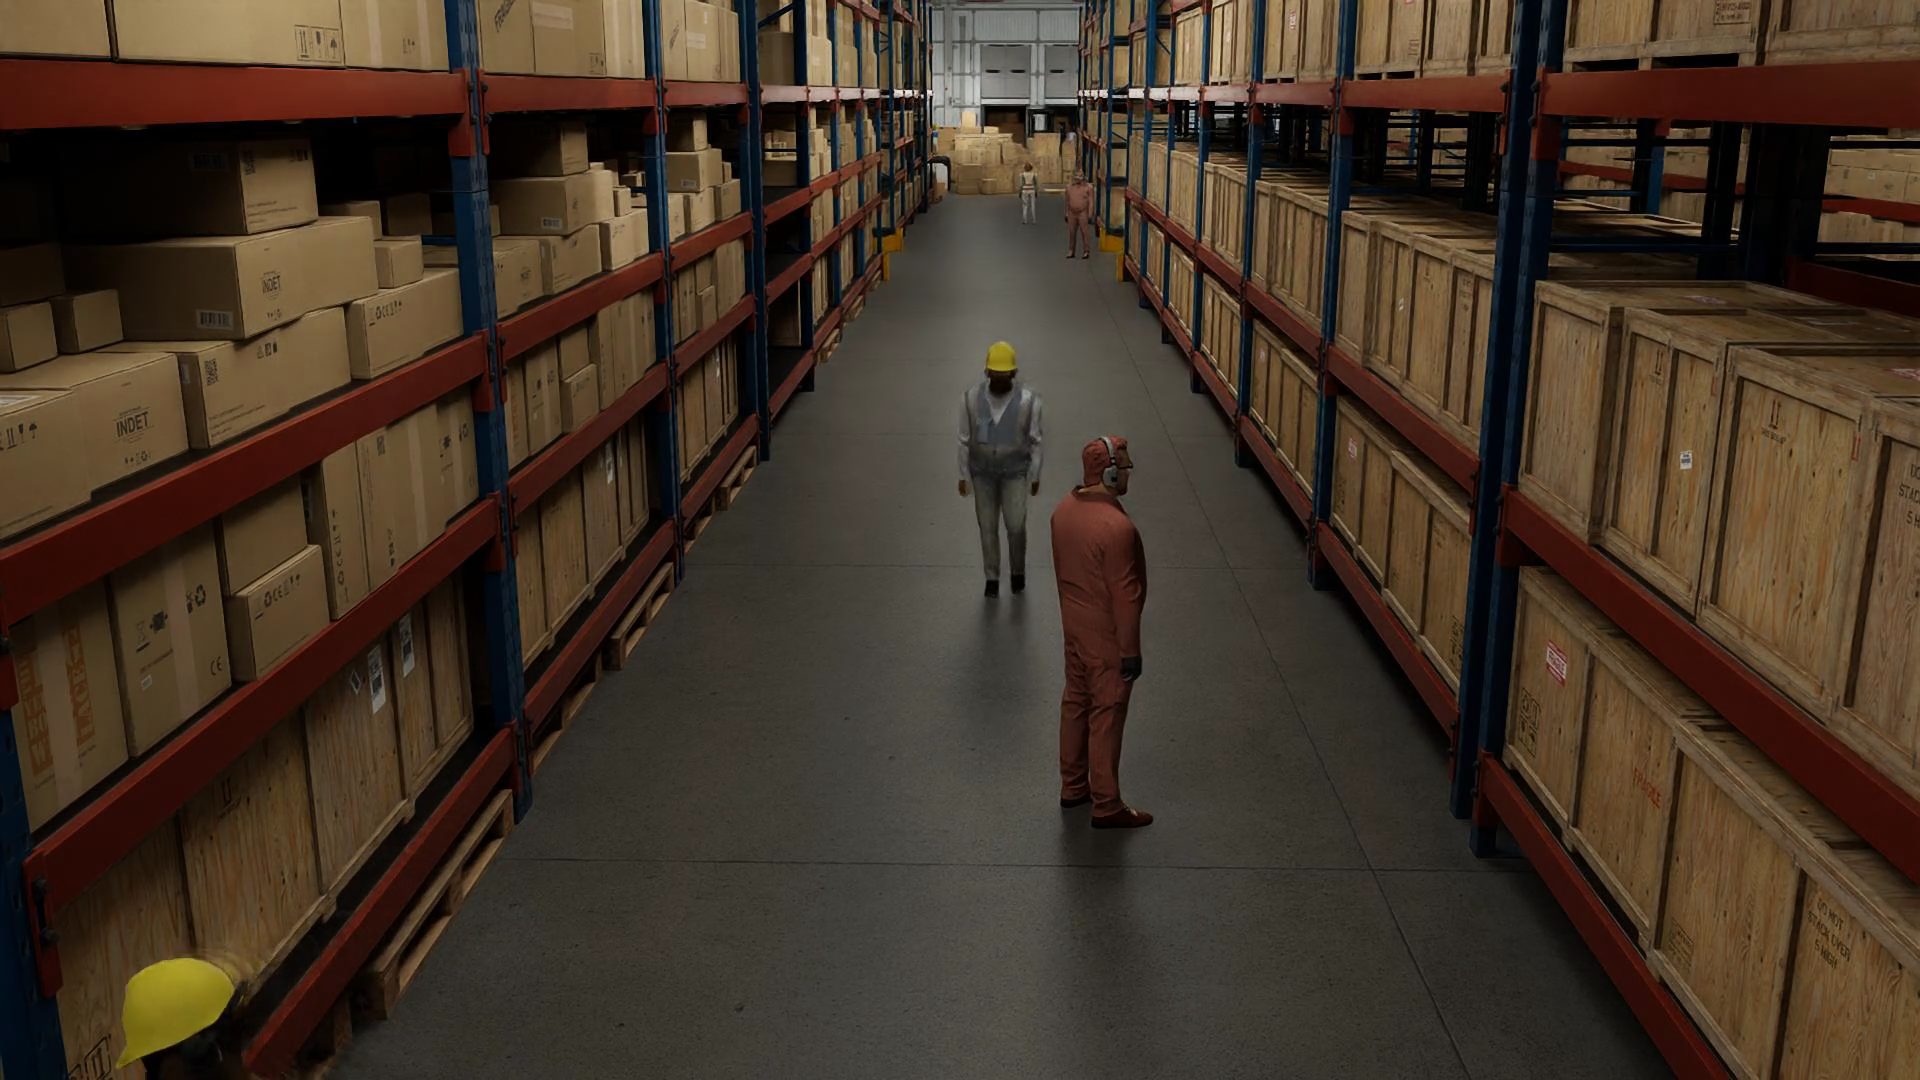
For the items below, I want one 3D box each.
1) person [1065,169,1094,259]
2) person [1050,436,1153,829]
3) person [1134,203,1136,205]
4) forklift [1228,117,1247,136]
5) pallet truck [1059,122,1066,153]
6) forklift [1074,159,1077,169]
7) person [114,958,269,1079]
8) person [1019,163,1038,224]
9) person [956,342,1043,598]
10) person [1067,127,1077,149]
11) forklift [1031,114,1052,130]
[{"bbox_3d":[2.538,-6.966,35.593,0.635,1.899,0.397,6,16,22],"label":"person"},{"bbox_3d":[0.694,0.440,8.000,0.410,1.909,0.643,-7,17,-25],"label":"person"},{"bbox_3d":[4.005,-6.981,35.847,0.967,1.795,0.613,2,15,9],"label":"person"},{"bbox_3d":[7.810,-10.233,45.866,1.129,2.768,1.873,0,15,2],"label":"forklift"},{"bbox_3d":[5.788,-21.111,88.014,1.885,1.965,0.823,5,16,18],"label":"pallet truck"},{"bbox_3d":[5.236,-14.414,61.421,1.873,2.768,1.129,12,19,38],"label":"forklift"},{"bbox_3d":[-1.490,1.697,3.651,0.555,1.726,0.432,8,17,28],"label":"person"},{"bbox_3d":[1.855,-9.376,45.031,0.513,1.639,0.311,-2,15,-6],"label":"person"},{"bbox_3d":[0.269,-0.480,11.609,0.595,1.818,0.427,3,15,9],"label":"person"},{"bbox_3d":[5.623,-19.596,82.684,0.575,1.831,0.989,7,17,24],"label":"person"},{"bbox_3d":[3.457,-17.035,71.174,1.129,2.768,1.873,0,15,2],"label":"forklift"}]
